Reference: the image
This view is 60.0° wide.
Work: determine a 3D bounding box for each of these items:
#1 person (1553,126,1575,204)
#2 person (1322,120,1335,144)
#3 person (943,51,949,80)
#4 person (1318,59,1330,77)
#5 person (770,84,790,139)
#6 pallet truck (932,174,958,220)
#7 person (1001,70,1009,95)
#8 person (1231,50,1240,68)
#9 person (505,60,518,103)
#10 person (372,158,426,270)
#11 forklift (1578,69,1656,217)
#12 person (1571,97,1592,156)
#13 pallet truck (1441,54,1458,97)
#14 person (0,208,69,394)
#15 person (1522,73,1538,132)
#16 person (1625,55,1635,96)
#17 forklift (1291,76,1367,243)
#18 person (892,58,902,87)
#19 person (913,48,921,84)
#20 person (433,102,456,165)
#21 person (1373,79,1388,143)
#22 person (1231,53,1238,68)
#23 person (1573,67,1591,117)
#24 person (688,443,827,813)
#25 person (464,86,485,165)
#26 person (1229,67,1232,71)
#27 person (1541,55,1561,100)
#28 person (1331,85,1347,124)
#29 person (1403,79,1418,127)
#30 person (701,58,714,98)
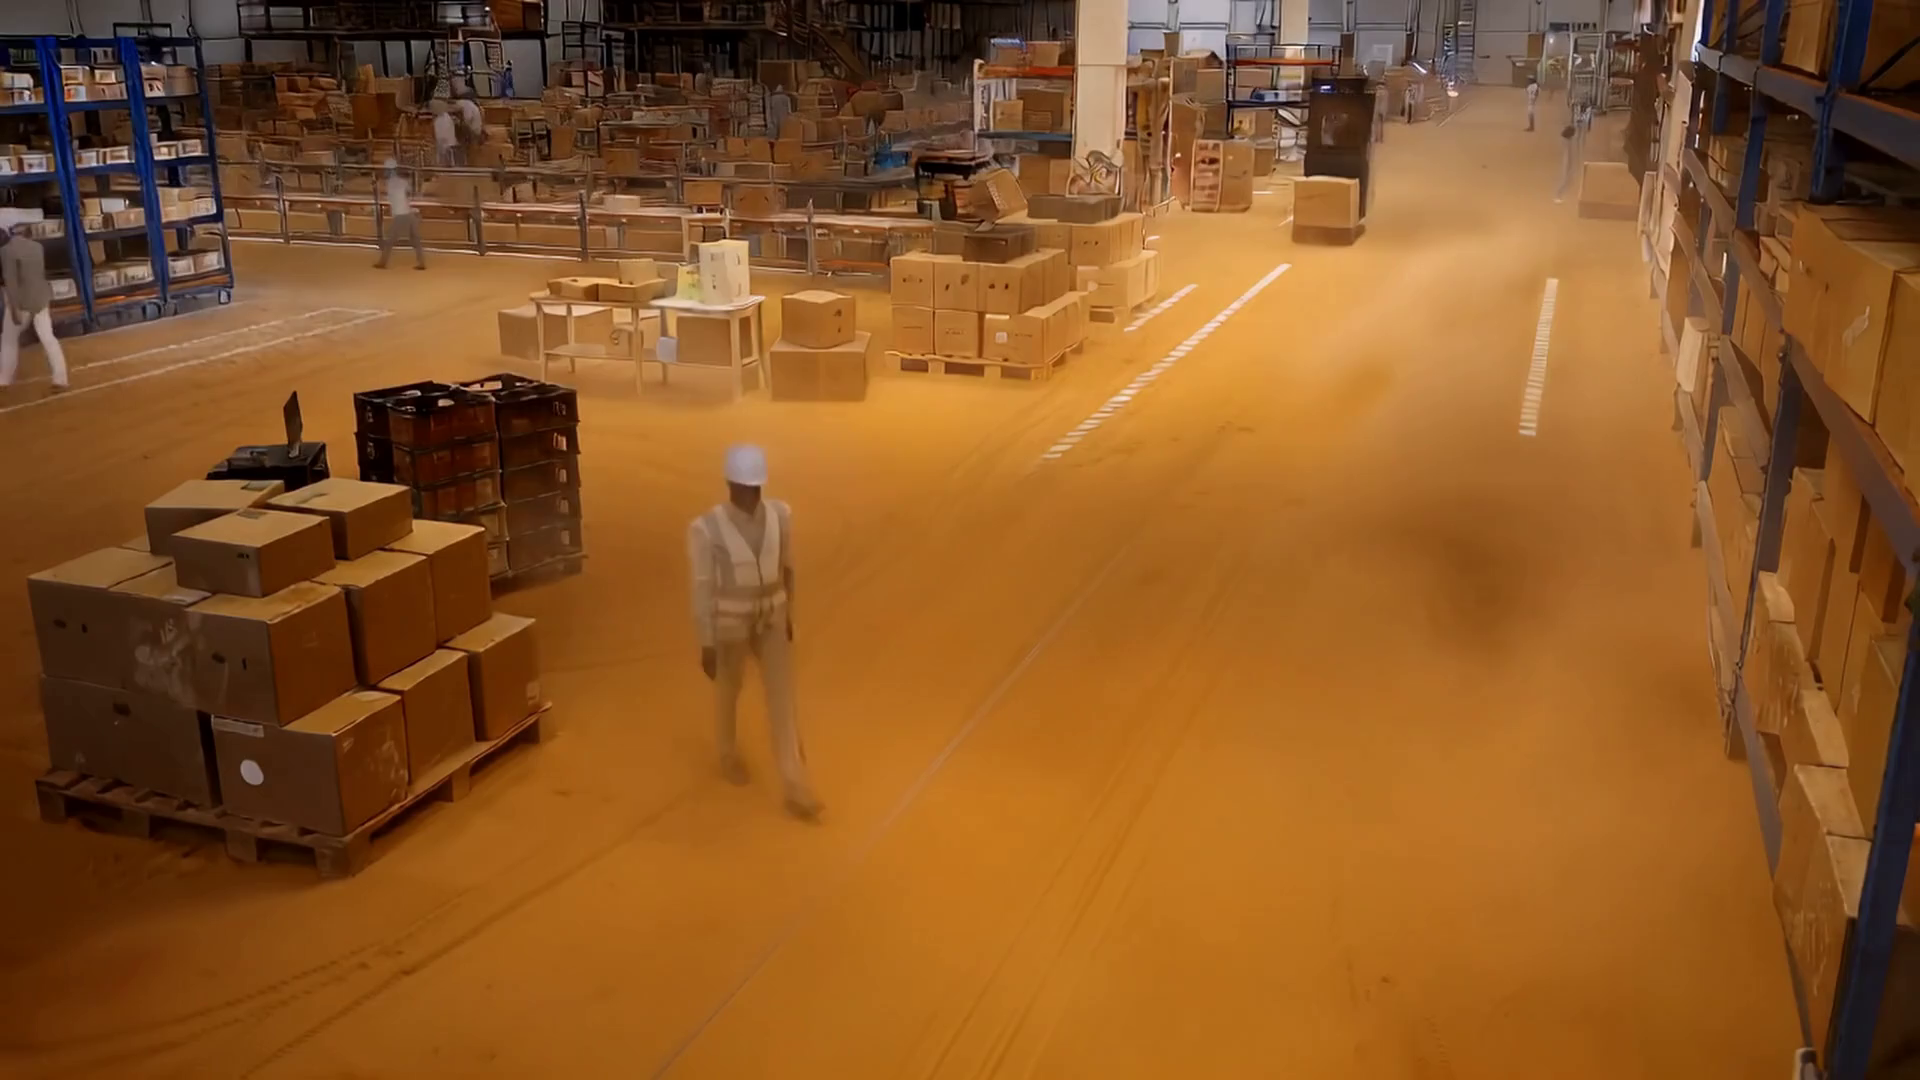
[{"bbox_3d":[12.781,-7.893,34.996,0.484,1.616,0.534,9,20,27],"label":"person"},{"bbox_3d":[8.214,-8.493,36.892,0.695,1.612,0.494,14,22,37],"label":"person"},{"bbox_3d":[-0.721,-24.750,87.545,0.357,1.881,0.574,-3,18,-9],"label":"person"},{"bbox_3d":[18.685,-24.079,85.370,0.586,1.921,0.375,-2,18,-5],"label":"person"},{"bbox_3d":[-5.425,-12.817,50.179,0.615,1.806,0.723,-4,18,-12],"label":"person"},{"bbox_3d":[-0.507,-5.292,27.348,0.653,1.274,1.630,6,19,19],"label":"pallet truck"},{"bbox_3d":[1.735,-18.094,66.661,0.509,1.865,0.329,1,18,5],"label":"person"},{"bbox_3d":[15.018,-25.763,90.625,0.605,1.944,0.403,-6,19,-19],"label":"person"},{"bbox_3d":[-19.883,-20.226,73.413,0.586,1.834,0.534,5,18,15],"label":"person"},{"bbox_3d":[-8.804,-5.080,25.991,0.918,1.721,0.521,8,19,22],"label":"person"},{"bbox_3d":[13.219,-7.740,32.475,1.873,2.768,1.129,6,19,18],"label":"forklift"},{"bbox_3d":[17.425,-11.621,46.708,0.518,1.627,0.480,7,19,22],"label":"person"},{"bbox_3d":[22.765,-21.886,78.355,0.823,1.965,1.885,-4,18,-14],"label":"pallet truck"},{"bbox_3d":[-9.946,-2.505,17.519,0.965,1.950,0.661,3,18,11],"label":"person"},{"bbox_3d":[19.216,-14.738,56.019,0.385,1.930,0.541,14,23,38],"label":"person"},{"bbox_3d":[31.988,-22.141,79.255,0.372,1.940,0.630,12,21,33],"label":"person"},{"bbox_3d":[6.598,-6.755,29.381,1.129,2.768,1.873,6,19,19],"label":"forklift"},{"bbox_3d":[-3.061,-22.521,80.806,0.515,1.702,0.837,-1,18,-2],"label":"person"},{"bbox_3d":[-2.387,-26.185,91.962,0.543,1.938,0.357,14,22,37],"label":"person"},{"bbox_3d":[-12.089,-9.310,39.028,0.460,1.880,0.662,-16,23,-40],"label":"person"},{"bbox_3d":[12.882,-13.267,51.424,0.544,1.892,0.932,-8,19,-23],"label":"person"},{"bbox_3d":[14.344,-24.844,87.927,0.757,1.837,0.570,0,18,1],"label":"person"},{"bbox_3d":[22.890,-16.424,61.266,0.608,1.960,0.371,4,18,14],"label":"person"},{"bbox_3d":[-1.044,0.446,8.350,0.637,1.889,1.001,-11,21,-31],"label":"person"},{"bbox_3d":[-12.806,-10.911,43.831,0.534,2.024,0.618,2,18,7],"label":"person"},{"bbox_3d":[10.206,-17.001,63.176,0.574,1.883,0.987,16,24,41],"label":"person"},{"bbox_3d":[27.167,-21.256,76.306,0.691,2.000,0.704,-2,18,-8],"label":"person"},{"bbox_3d":[11.898,-13.518,52.525,0.662,1.720,0.461,0,18,-1],"label":"person"},{"bbox_3d":[15.749,-15.257,58.103,0.514,1.643,0.307,-8,19,-24],"label":"person"},{"bbox_3d":[-11.426,-20.673,74.750,0.539,1.940,0.600,6,18,17],"label":"person"}]
